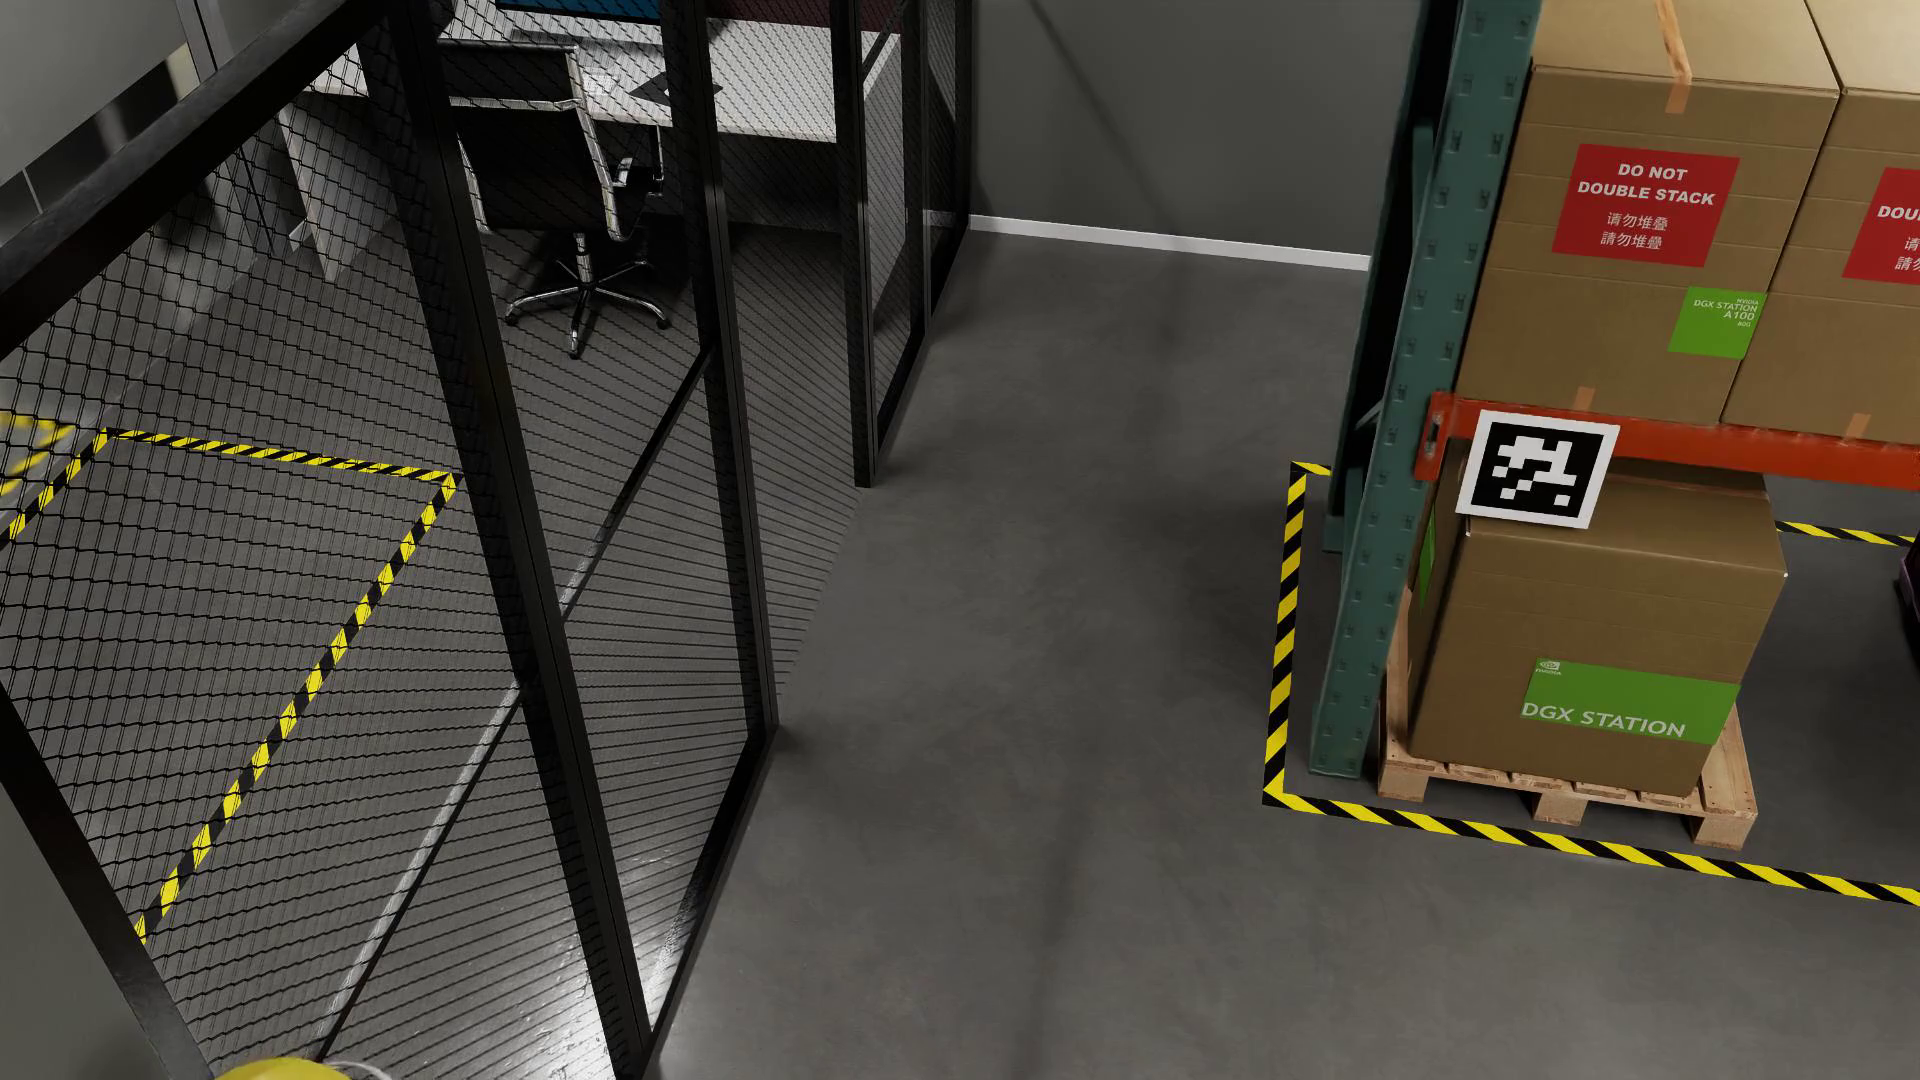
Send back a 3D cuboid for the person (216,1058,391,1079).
[{"bbox_3d":[-0.679,1.227,2.164,0.602,1.830,0.404,12,43,14],"label":"person"}]
